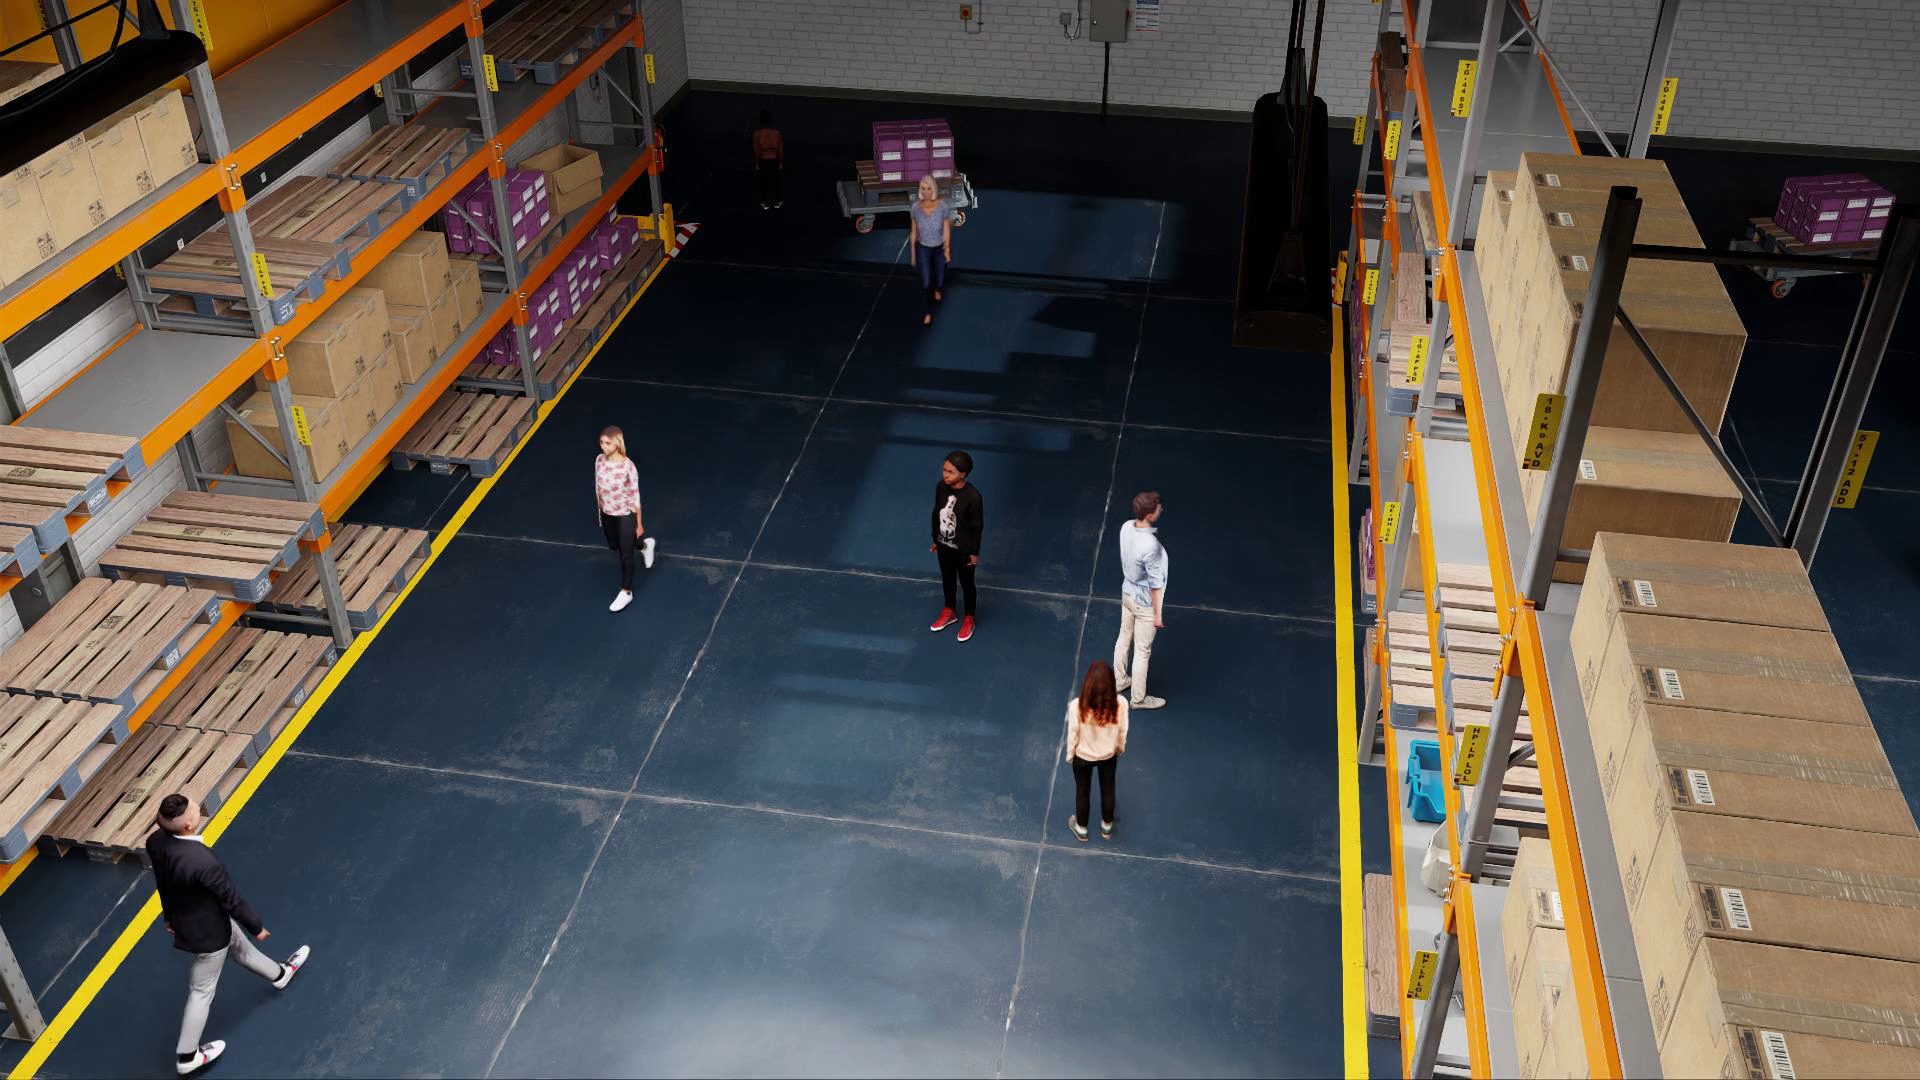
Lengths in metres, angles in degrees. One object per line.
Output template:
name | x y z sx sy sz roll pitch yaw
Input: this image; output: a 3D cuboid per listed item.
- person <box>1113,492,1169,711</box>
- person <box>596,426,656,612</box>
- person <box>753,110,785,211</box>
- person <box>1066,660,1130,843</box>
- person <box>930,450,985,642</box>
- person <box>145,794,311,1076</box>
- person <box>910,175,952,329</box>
person | 1.345 0.436 12.416 0.788 1.847 0.681 -14 36 -20
person | -2.742 -0.244 13.648 0.755 1.616 1.022 15 36 21
person | -2.390 -4.751 20.754 0.580 1.255 0.576 -5 34 -8
person | 0.915 1.423 11.259 0.634 1.484 0.612 -6 34 -9
person | -0.023 0.023 13.193 0.675 1.675 0.664 20 38 27
person | -4.450 2.279 9.602 1.064 1.893 1.367 21 39 28
person | -0.303 -3.159 17.952 0.622 1.706 0.823 3 34 5
